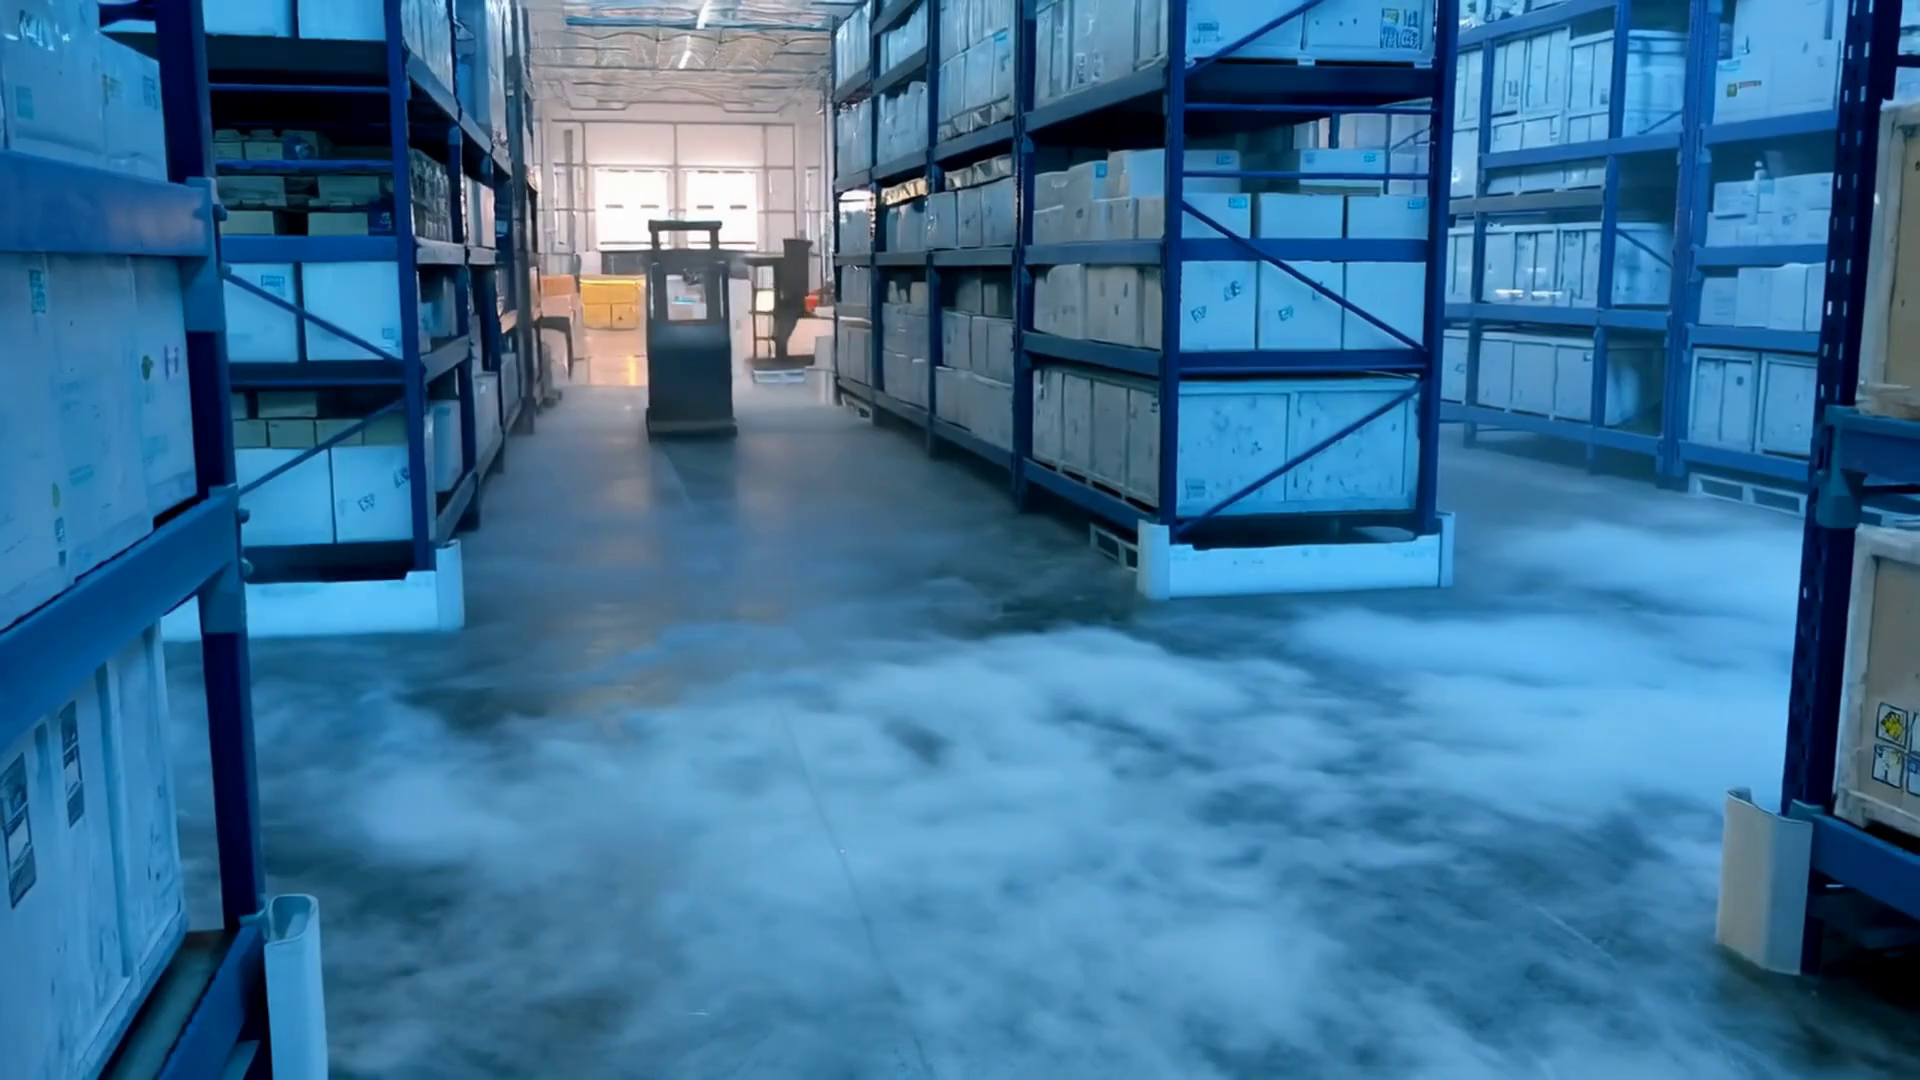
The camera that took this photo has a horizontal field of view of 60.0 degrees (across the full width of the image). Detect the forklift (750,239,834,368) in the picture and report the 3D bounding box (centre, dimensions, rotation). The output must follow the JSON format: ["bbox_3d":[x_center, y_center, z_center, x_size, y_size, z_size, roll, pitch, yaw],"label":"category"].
[{"bbox_3d":[-3.523,-5.161,36.282,1.873,2.768,1.129,2,10,13],"label":"forklift"}]

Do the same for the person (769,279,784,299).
[{"bbox_3d":[-5.308,-6.535,47.583,0.546,1.917,0.771,-5,11,-28],"label":"person"}]

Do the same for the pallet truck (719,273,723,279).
[{"bbox_3d":[-8.580,-8.986,62.280,1.885,1.965,0.823,1,9,5],"label":"pallet truck"}]

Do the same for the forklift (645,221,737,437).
[{"bbox_3d":[-3.643,-2.846,22.173,1.129,2.768,1.873,-2,10,-12],"label":"forklift"}]

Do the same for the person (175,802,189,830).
[{"bbox_3d":[-3.494,0.203,6.311,1.073,1.992,0.627,0,9,-1],"label":"person"}]

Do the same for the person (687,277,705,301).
[{"bbox_3d":[-8.100,-7.094,50.968,0.628,1.931,0.383,3,10,18],"label":"person"}]

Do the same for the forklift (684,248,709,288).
[{"bbox_3d":[-8.410,-8.037,53.813,1.129,2.768,1.873,-7,12,-38],"label":"forklift"}]
